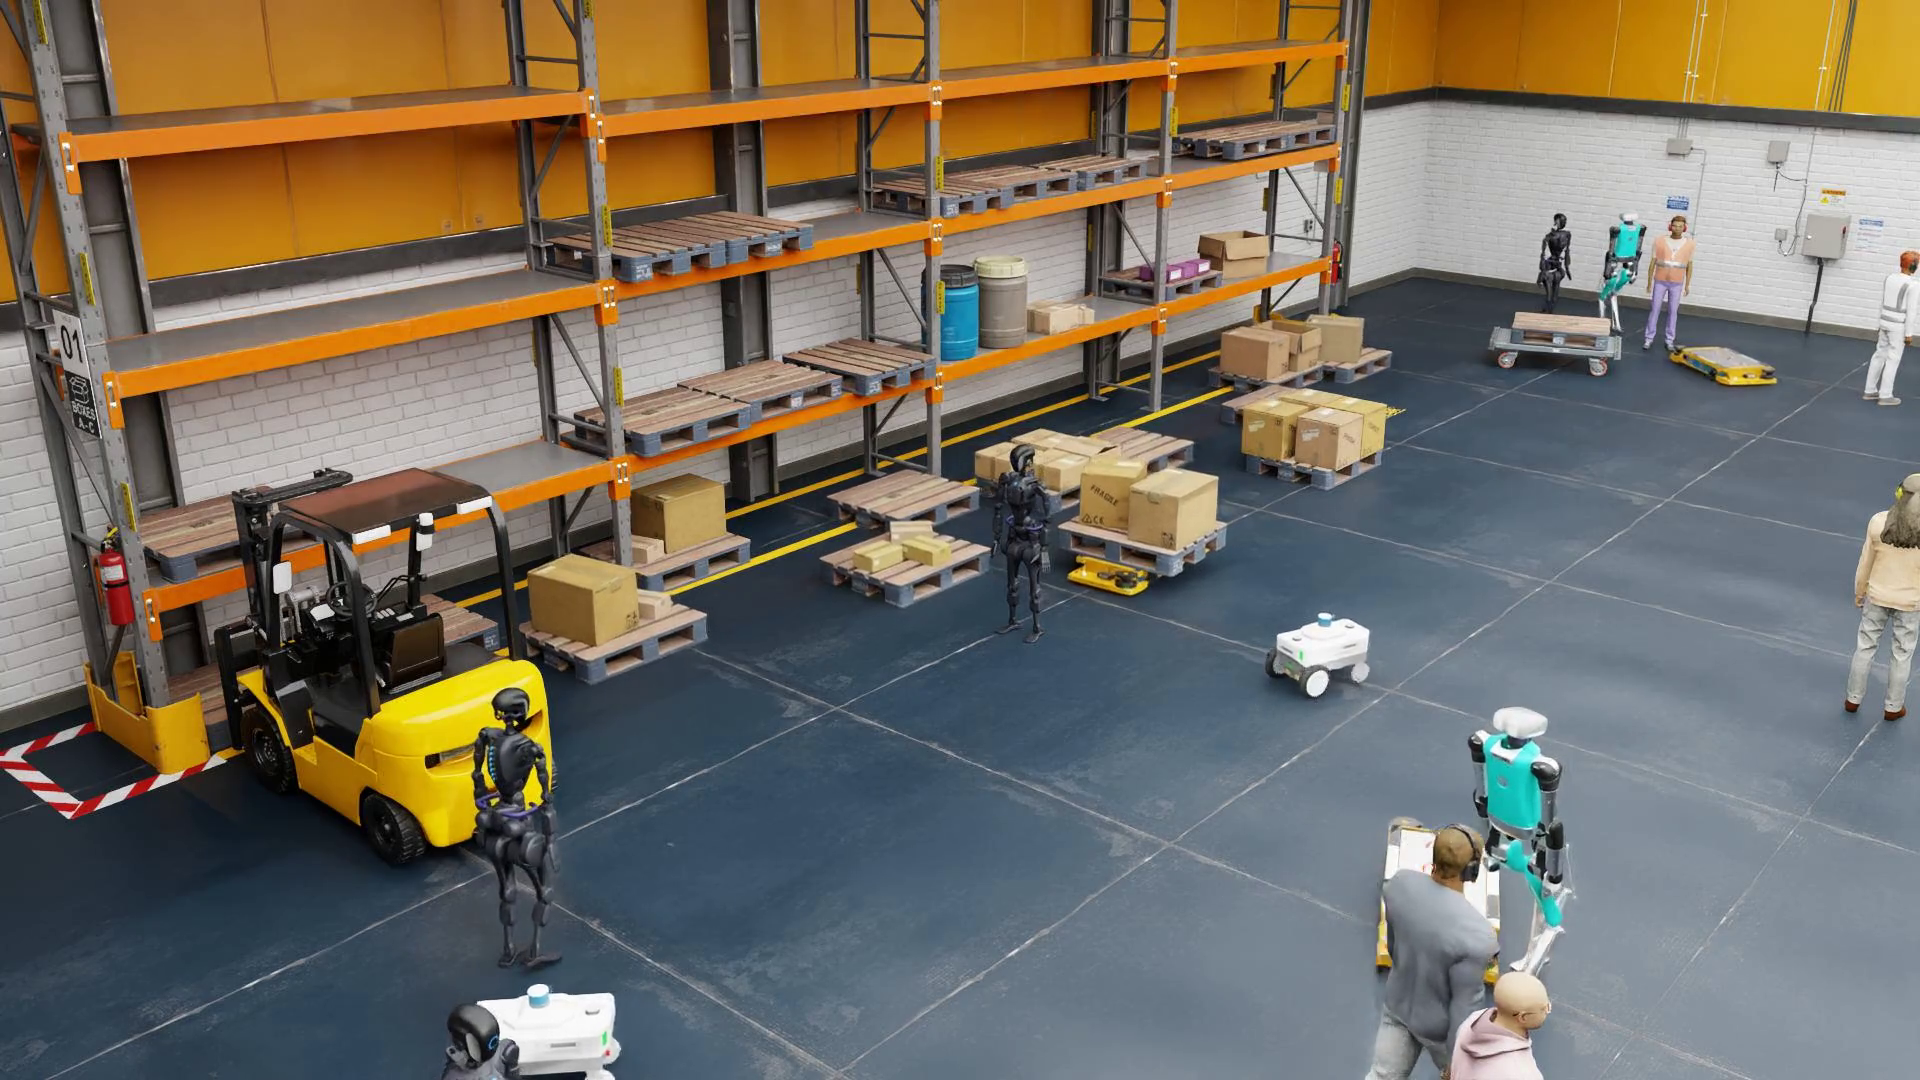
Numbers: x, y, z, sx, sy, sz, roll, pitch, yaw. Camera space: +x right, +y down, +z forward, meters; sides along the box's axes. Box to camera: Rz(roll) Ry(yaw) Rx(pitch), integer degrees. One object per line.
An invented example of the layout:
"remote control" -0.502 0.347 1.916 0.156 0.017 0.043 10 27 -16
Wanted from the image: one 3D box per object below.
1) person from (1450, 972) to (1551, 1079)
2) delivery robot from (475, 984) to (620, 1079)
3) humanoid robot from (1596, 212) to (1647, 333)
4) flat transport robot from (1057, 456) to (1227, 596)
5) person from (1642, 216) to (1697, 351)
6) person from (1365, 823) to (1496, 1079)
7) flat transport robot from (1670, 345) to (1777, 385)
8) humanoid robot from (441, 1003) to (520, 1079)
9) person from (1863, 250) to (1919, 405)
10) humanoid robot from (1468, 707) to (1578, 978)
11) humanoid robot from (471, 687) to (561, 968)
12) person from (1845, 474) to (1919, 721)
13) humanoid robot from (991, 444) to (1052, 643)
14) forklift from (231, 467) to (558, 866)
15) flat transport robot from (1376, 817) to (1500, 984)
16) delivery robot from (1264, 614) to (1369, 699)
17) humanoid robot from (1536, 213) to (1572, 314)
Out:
"person" 2.089 2.489 6.619 0.401 1.781 0.535 -2 20 -5
"delivery robot" -2.112 2.519 8.341 0.818 0.614 0.499 -2 20 -6
"humanoid robot" 9.384 -3.830 23.854 0.536 1.821 0.674 -4 21 -9
"flat transport robot" 1.646 0.158 15.123 0.659 0.231 1.431 14 25 34
"person" 9.730 -3.528 22.828 0.563 1.849 0.391 7 21 17
"person" 2.157 2.110 7.514 1.090 1.871 0.650 -13 24 -30
"flat transport robot" 9.971 -2.286 21.745 0.659 0.231 1.431 -3 20 -7
"humanoid robot" -1.948 2.546 6.640 0.388 1.641 0.605 8 22 21
"person" 11.371 -2.578 20.231 0.354 1.874 0.566 -3 20 -7
"humanoid robot" 3.123 1.656 8.961 0.853 1.771 0.556 -13 24 -32
"humanoid robot" -2.472 1.593 9.211 0.609 1.649 0.333 11 23 27
"person" 6.801 0.420 12.096 0.558 1.877 0.409 15 25 35
"humanoid robot" 0.515 0.019 13.449 0.599 1.655 0.315 17 26 38
"forklift" -3.730 0.710 10.856 2.313 2.155 1.214 17 26 38
"flat transport robot" 2.843 2.104 9.850 0.659 0.231 1.431 6 21 15
"delivery robot" 2.782 0.847 12.800 0.745 0.565 0.499 -10 23 -26
"humanoid robot" 8.611 -3.909 24.115 0.611 1.653 0.322 -10 23 -26
